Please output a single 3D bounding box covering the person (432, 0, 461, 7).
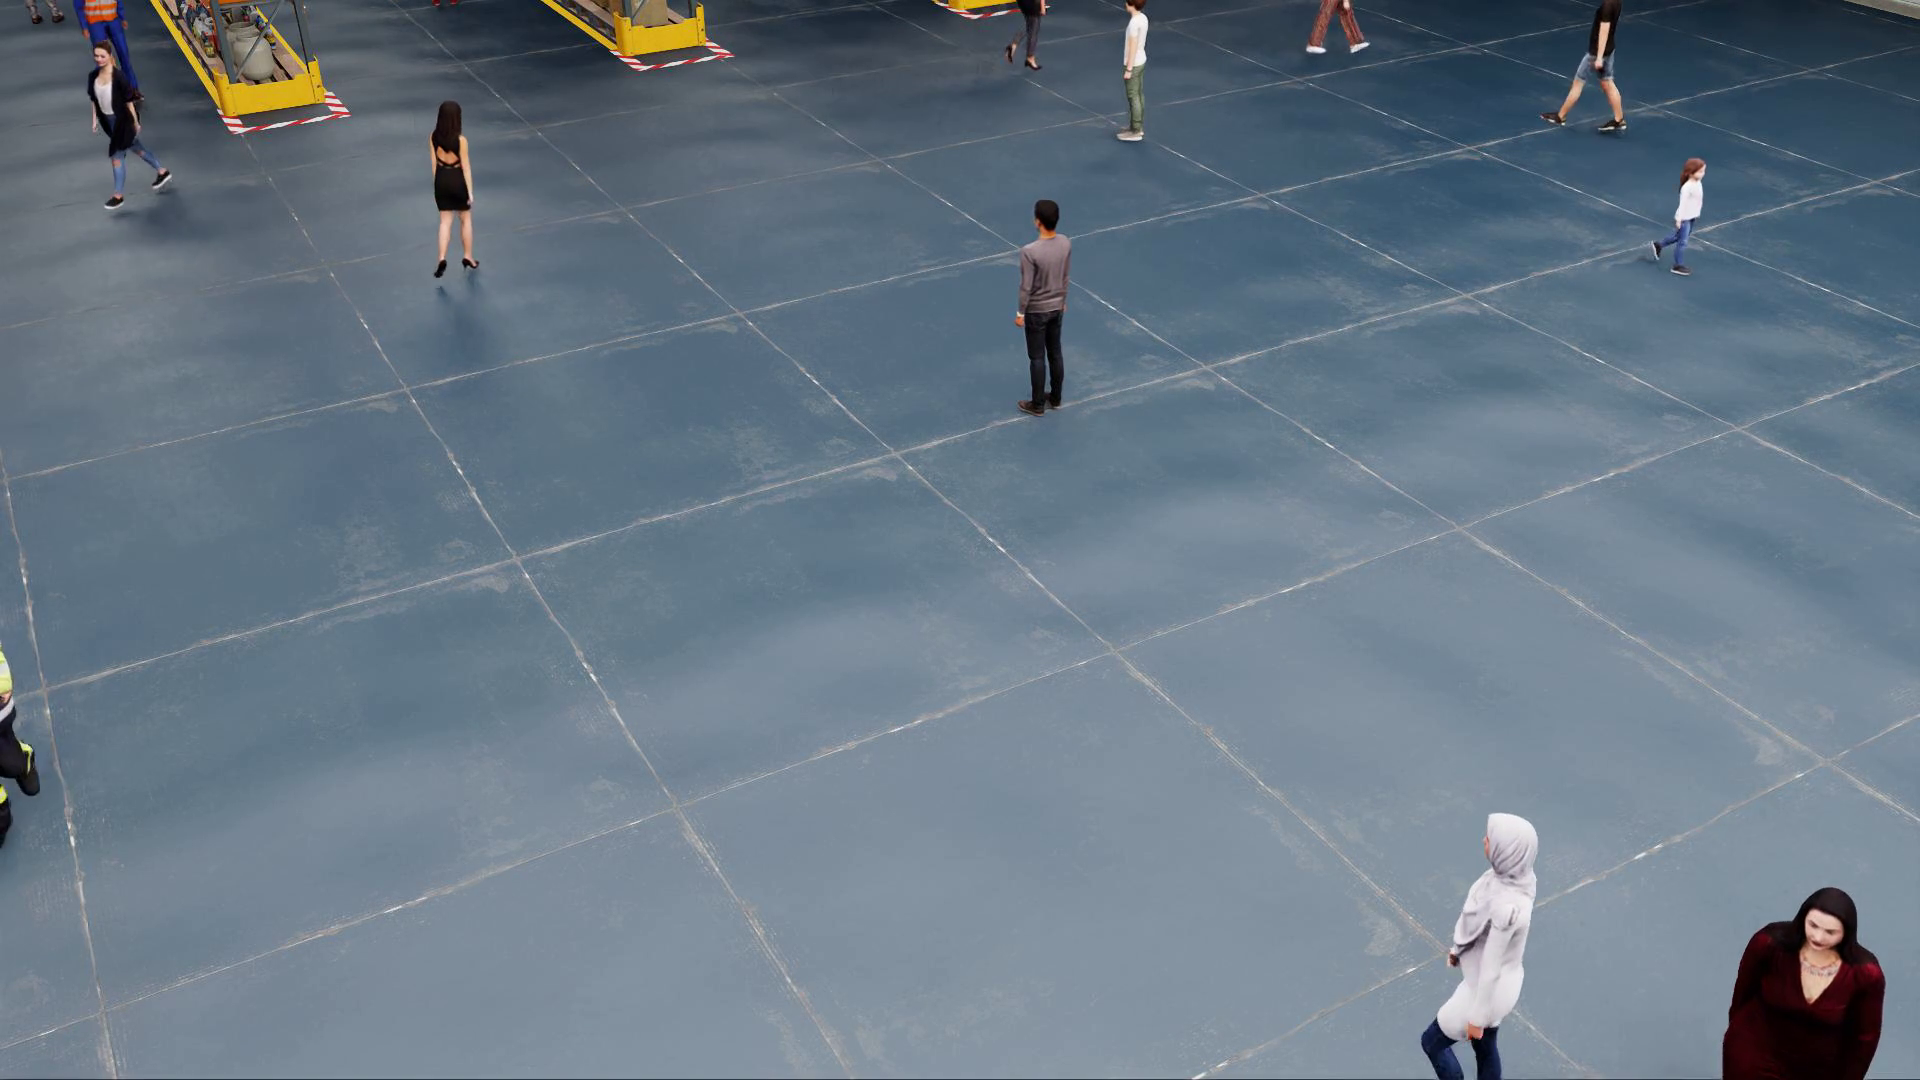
[{"bbox_3d":[-7.497,-8.548,23.716,0.755,1.760,0.705,-6,33,-9],"label":"person"}]

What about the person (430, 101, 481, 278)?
[{"bbox_3d":[-4.721,-3.205,15.376,0.834,1.622,0.908,4,32,7],"label":"person"}]

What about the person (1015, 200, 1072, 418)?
[{"bbox_3d":[0.662,-1.811,13.033,0.658,1.765,0.554,-20,37,-29],"label":"person"}]

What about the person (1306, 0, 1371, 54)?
[{"bbox_3d":[4.804,-7.061,21.586,1.071,1.519,0.989,9,33,14],"label":"person"}]

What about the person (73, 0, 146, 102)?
[{"bbox_3d":[-10.289,-6.203,19.928,0.783,1.835,0.984,-22,39,-31],"label":"person"}]

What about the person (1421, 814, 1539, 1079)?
[{"bbox_3d":[2.342,1.931,7.106,0.778,1.758,0.748,14,35,21],"label":"person"}]

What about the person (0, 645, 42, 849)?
[{"bbox_3d":[-5.316,0.745,8.787,0.844,1.972,0.897,-11,34,-16],"label":"person"}]

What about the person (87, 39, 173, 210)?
[{"bbox_3d":[-8.561,-4.300,17.103,1.167,1.630,1.128,13,35,20],"label":"person"}]

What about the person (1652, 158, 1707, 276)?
[{"bbox_3d":[6.787,-3.067,15.646,0.530,1.100,0.720,-26,40,-35],"label":"person"}]

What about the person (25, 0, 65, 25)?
[{"bbox_3d":[-12.843,-8.105,22.892,0.677,1.890,0.627,-10,34,-15],"label":"person"}]

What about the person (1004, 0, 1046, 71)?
[{"bbox_3d":[0.811,-6.726,20.885,0.737,1.700,0.719,-14,35,-21],"label":"person"}]

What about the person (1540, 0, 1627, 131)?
[{"bbox_3d":[7.353,-5.496,18.840,1.315,1.802,1.053,19,37,27],"label":"person"}]

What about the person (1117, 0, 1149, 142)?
[{"bbox_3d":[1.971,-5.352,18.751,0.716,1.653,0.668,10,34,16],"label":"person"}]

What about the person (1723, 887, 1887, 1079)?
[{"bbox_3d":[3.466,2.057,6.958,1.130,1.703,1.130,12,34,18],"label":"person"}]
